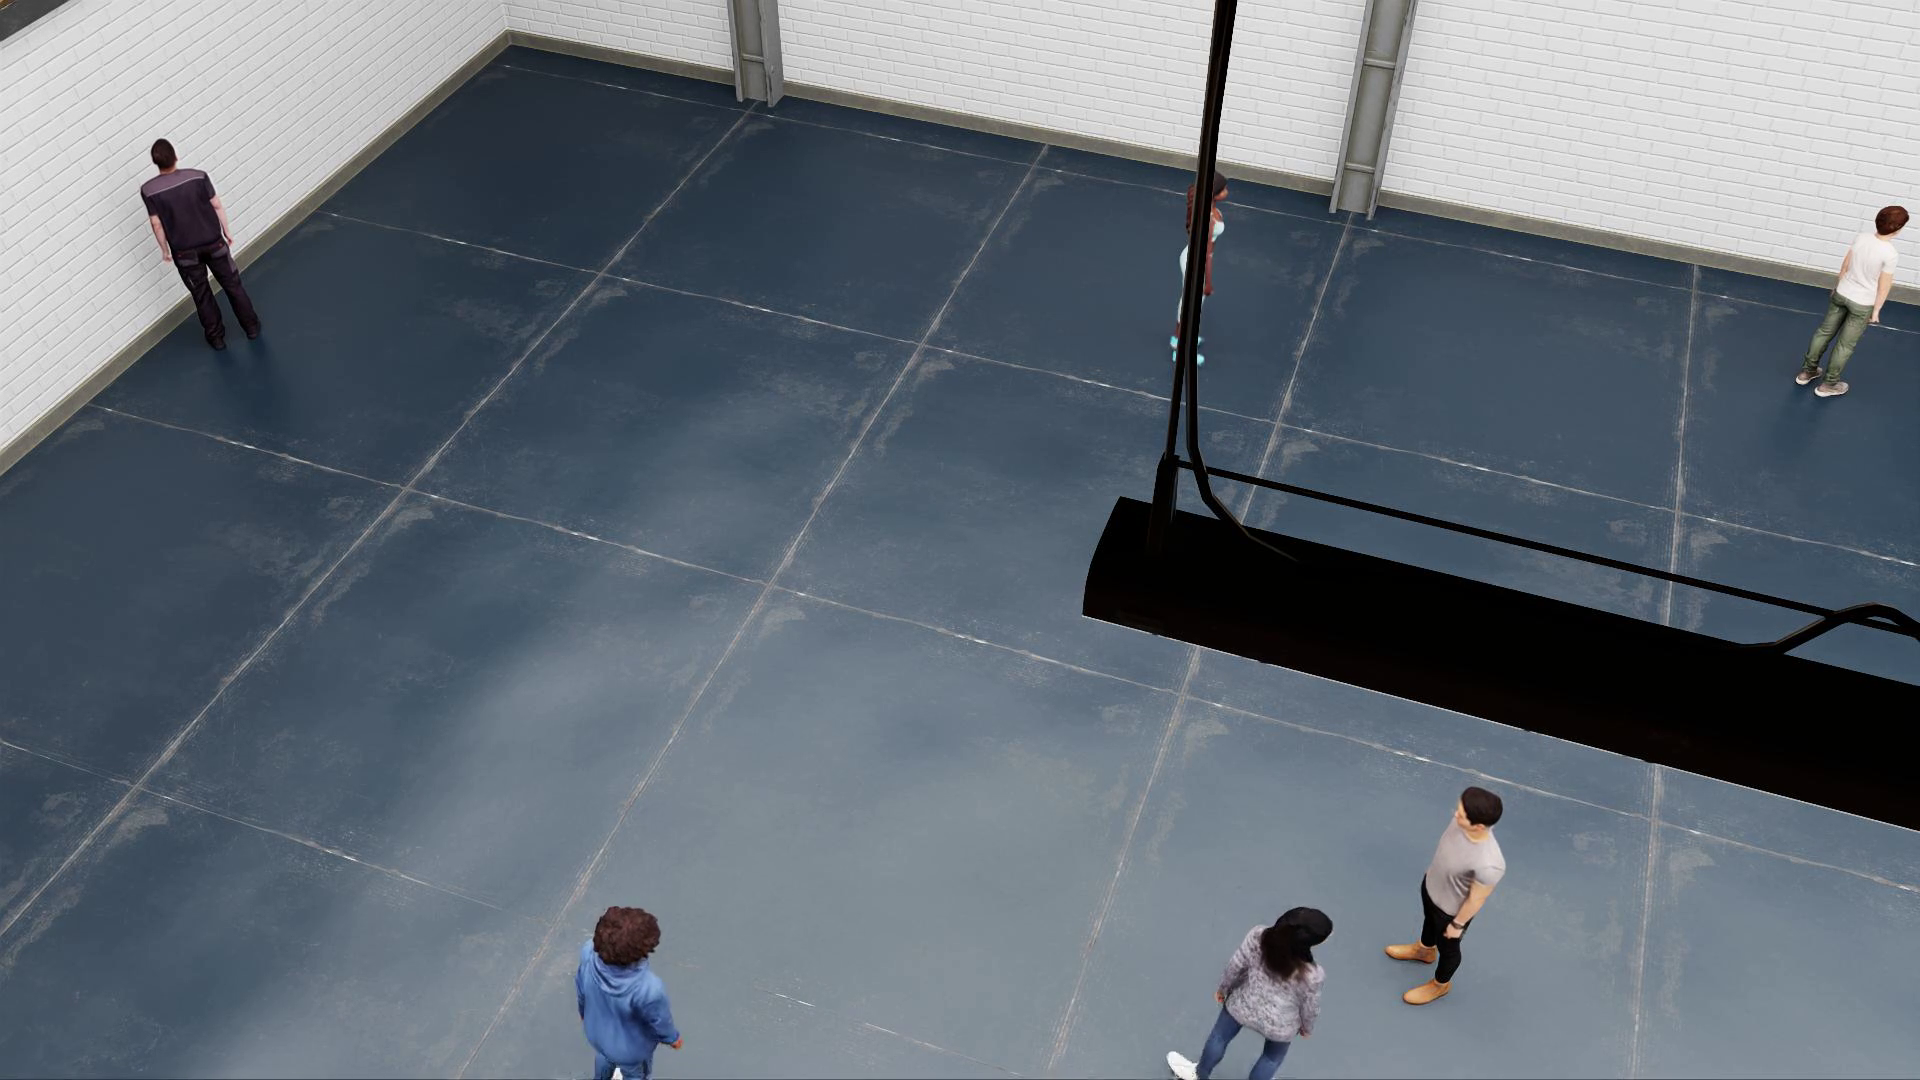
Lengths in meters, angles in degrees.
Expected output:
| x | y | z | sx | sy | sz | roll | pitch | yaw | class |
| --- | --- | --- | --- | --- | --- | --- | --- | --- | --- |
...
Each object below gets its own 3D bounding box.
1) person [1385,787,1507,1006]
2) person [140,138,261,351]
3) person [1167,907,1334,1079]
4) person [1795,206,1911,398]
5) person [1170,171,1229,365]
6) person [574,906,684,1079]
| x | y | z | sx | sy | sz | roll | pitch | yaw | class |
| --- | --- | --- | --- | --- | --- | --- | --- | --- | --- |
| 2.640 | 1.879 | 8.889 | 0.667 | 1.712 | 0.680 | -3 | 44 | -4 | person |
| -6.065 | -2.353 | 13.235 | 0.791 | 1.845 | 0.830 | -21 | 47 | -21 | person |
| 1.495 | 2.361 | 8.391 | 0.614 | 1.701 | 0.959 | 16 | 46 | 16 | person |
| 6.912 | -1.855 | 12.850 | 0.721 | 1.655 | 0.652 | -20 | 47 | -20 | person |
| 1.866 | -2.155 | 13.118 | 0.648 | 1.719 | 0.646 | -4 | 44 | -4 | person |
| -1.723 | 2.429 | 8.261 | 0.697 | 1.781 | 0.875 | 16 | 46 | 16 | person |
